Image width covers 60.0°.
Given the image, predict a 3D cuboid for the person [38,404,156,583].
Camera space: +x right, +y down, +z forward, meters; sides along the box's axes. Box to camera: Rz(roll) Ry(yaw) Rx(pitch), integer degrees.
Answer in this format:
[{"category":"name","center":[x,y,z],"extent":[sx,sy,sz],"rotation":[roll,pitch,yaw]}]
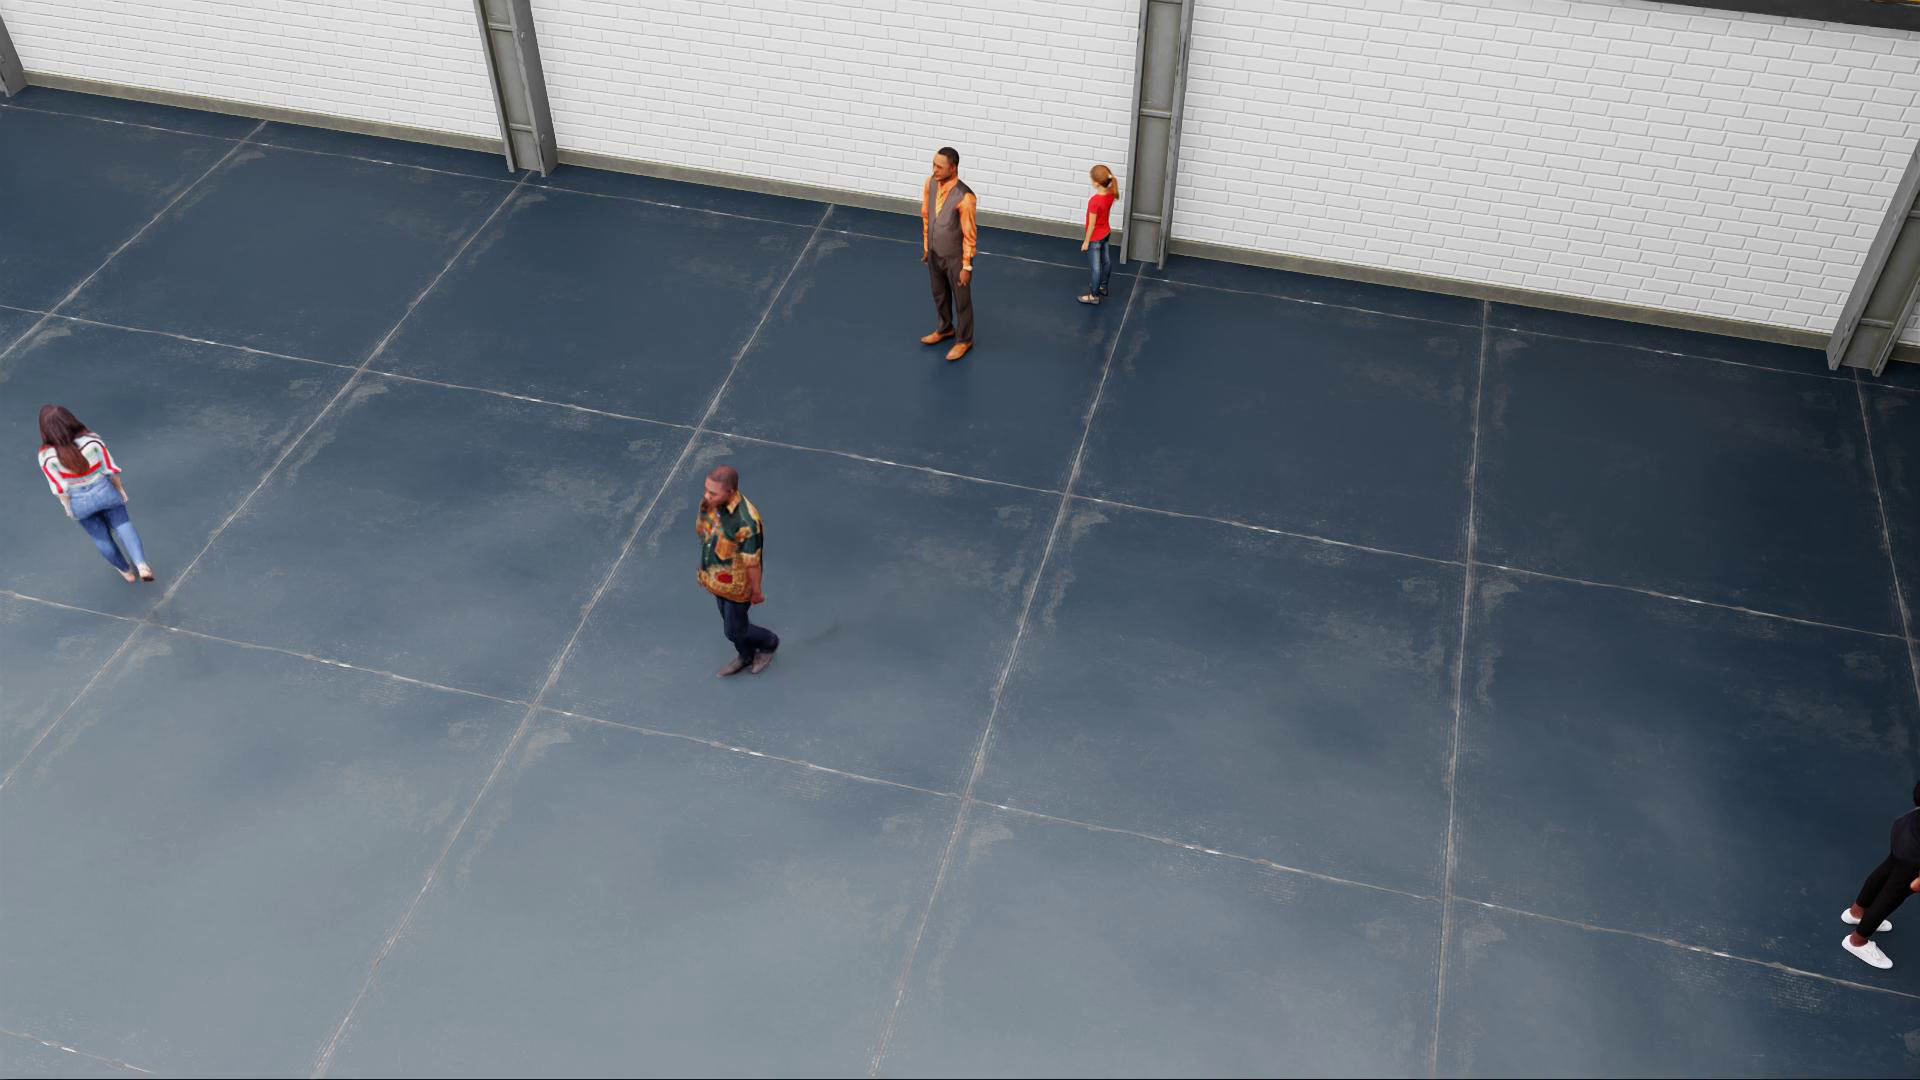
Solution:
[{"category":"person","center":[-5.936,-0.254,11.430],"extent":[0.828,1.602,0.912],"rotation":[-29,51,-27]}]

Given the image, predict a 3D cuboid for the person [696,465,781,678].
[{"category":"person","center":[-1.413,0.187,10.827],"extent":[0.894,1.796,0.824],"rotation":[-28,50,-26]}]

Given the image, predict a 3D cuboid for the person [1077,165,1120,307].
[{"category":"person","center":[1.184,-2.589,14.096],"extent":[0.582,1.307,0.550],"rotation":[26,49,25]}]

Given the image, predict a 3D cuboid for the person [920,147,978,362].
[{"category":"person","center":[-0.072,-2.314,13.372],"extent":[0.860,1.906,0.748],"rotation":[-34,53,-30]}]

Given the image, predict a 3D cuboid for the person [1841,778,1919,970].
[{"category":"person","center":[5.342,1.718,9.267],"extent":[0.624,1.731,0.642],"rotation":[17,46,17]}]
